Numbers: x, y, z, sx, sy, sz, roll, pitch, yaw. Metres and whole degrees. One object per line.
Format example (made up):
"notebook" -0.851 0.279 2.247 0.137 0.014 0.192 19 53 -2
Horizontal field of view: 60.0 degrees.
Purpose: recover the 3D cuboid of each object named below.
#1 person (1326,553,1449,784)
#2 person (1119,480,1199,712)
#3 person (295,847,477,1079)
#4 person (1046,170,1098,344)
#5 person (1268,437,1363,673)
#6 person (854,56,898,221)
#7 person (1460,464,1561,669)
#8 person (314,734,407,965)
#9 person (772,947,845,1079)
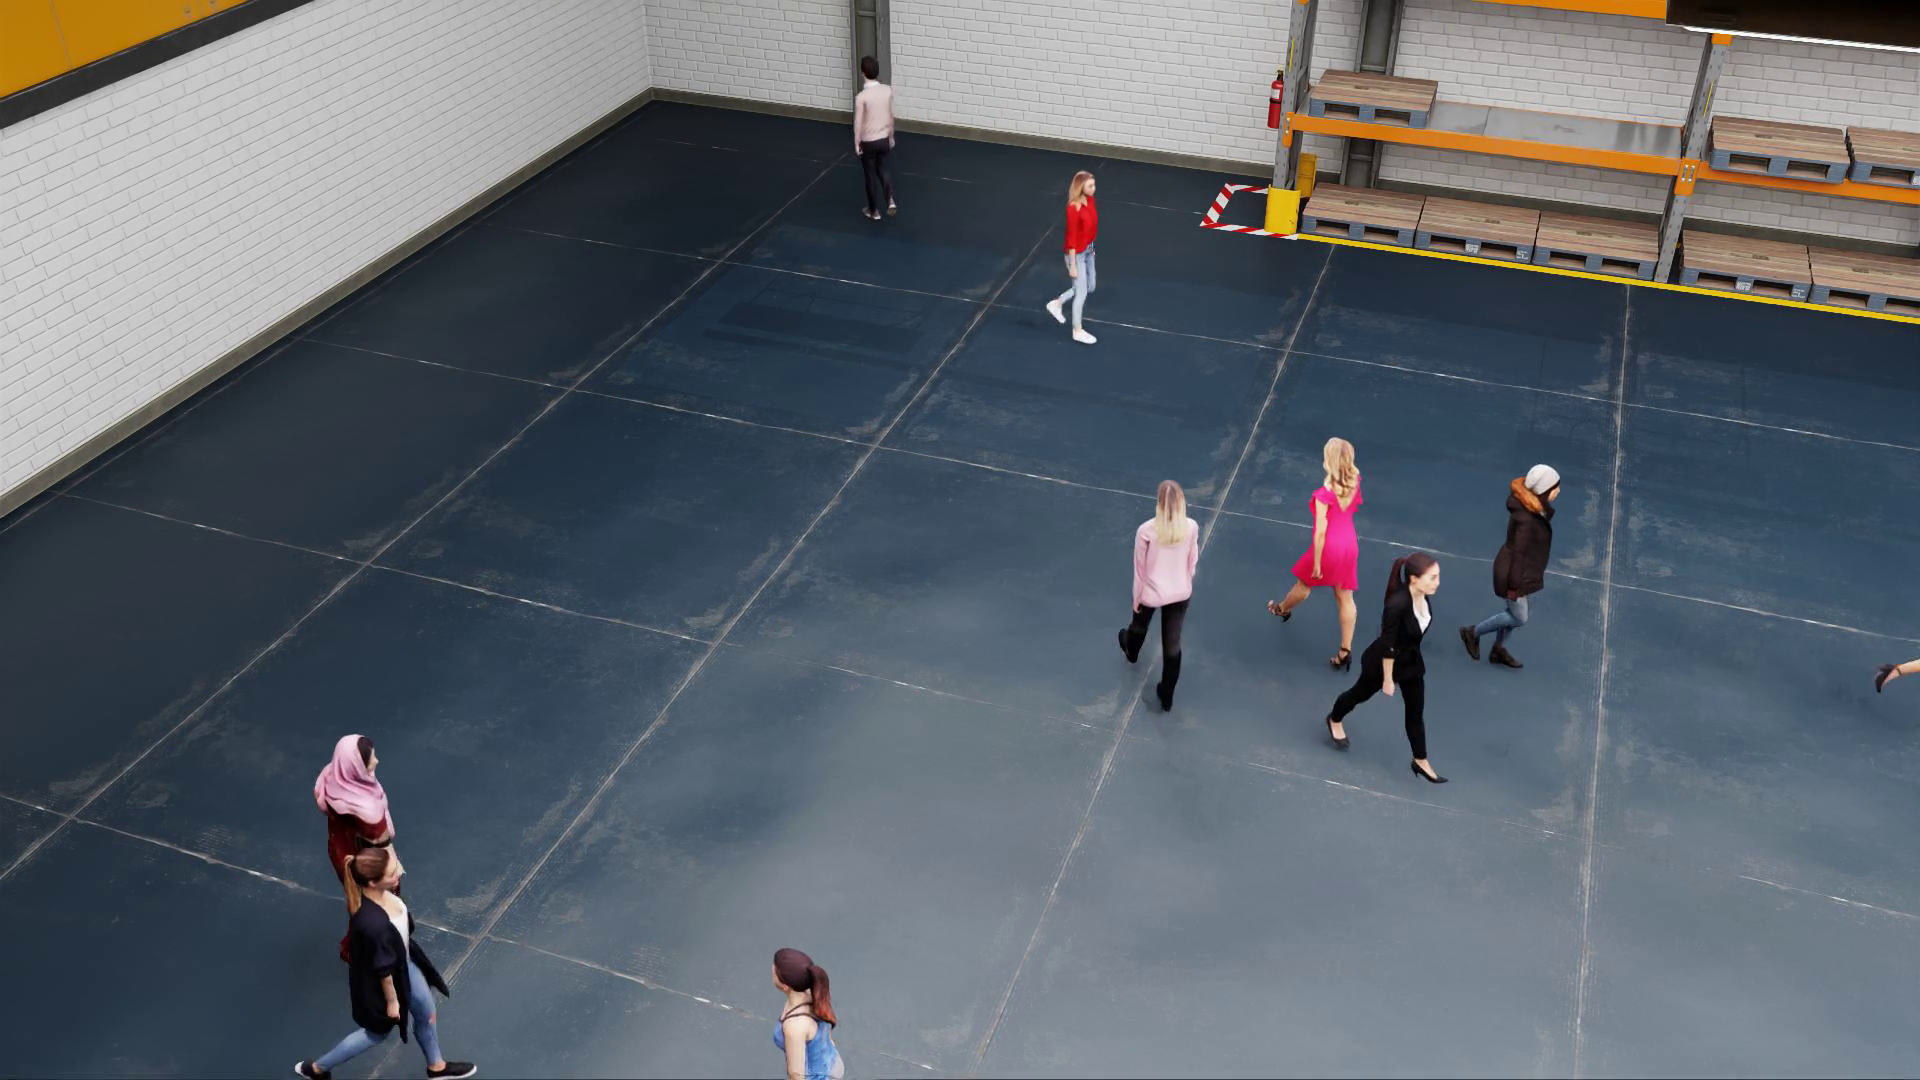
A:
"person" 2.655 0.759 10.500 0.952 1.598 1.202 -26 42 -34
"person" 1.361 0.402 10.985 1.031 1.655 0.963 -5 34 -8
"person" -2.969 2.202 8.291 1.170 1.640 0.966 -6 34 -9
"person" 1.057 -2.665 15.566 0.813 1.691 0.685 16 37 22
"person" 2.610 0.136 11.358 1.006 1.686 1.112 -17 37 -24
"person" -0.880 -4.275 17.889 0.880 1.803 0.972 -21 39 -29
"person" 3.738 0.188 11.334 0.764 1.625 0.703 19 38 26
"person" -3.324 1.720 9.058 0.804 1.594 0.872 29 43 36
"person" -0.614 2.544 7.828 0.956 1.584 0.620 8 35 12
